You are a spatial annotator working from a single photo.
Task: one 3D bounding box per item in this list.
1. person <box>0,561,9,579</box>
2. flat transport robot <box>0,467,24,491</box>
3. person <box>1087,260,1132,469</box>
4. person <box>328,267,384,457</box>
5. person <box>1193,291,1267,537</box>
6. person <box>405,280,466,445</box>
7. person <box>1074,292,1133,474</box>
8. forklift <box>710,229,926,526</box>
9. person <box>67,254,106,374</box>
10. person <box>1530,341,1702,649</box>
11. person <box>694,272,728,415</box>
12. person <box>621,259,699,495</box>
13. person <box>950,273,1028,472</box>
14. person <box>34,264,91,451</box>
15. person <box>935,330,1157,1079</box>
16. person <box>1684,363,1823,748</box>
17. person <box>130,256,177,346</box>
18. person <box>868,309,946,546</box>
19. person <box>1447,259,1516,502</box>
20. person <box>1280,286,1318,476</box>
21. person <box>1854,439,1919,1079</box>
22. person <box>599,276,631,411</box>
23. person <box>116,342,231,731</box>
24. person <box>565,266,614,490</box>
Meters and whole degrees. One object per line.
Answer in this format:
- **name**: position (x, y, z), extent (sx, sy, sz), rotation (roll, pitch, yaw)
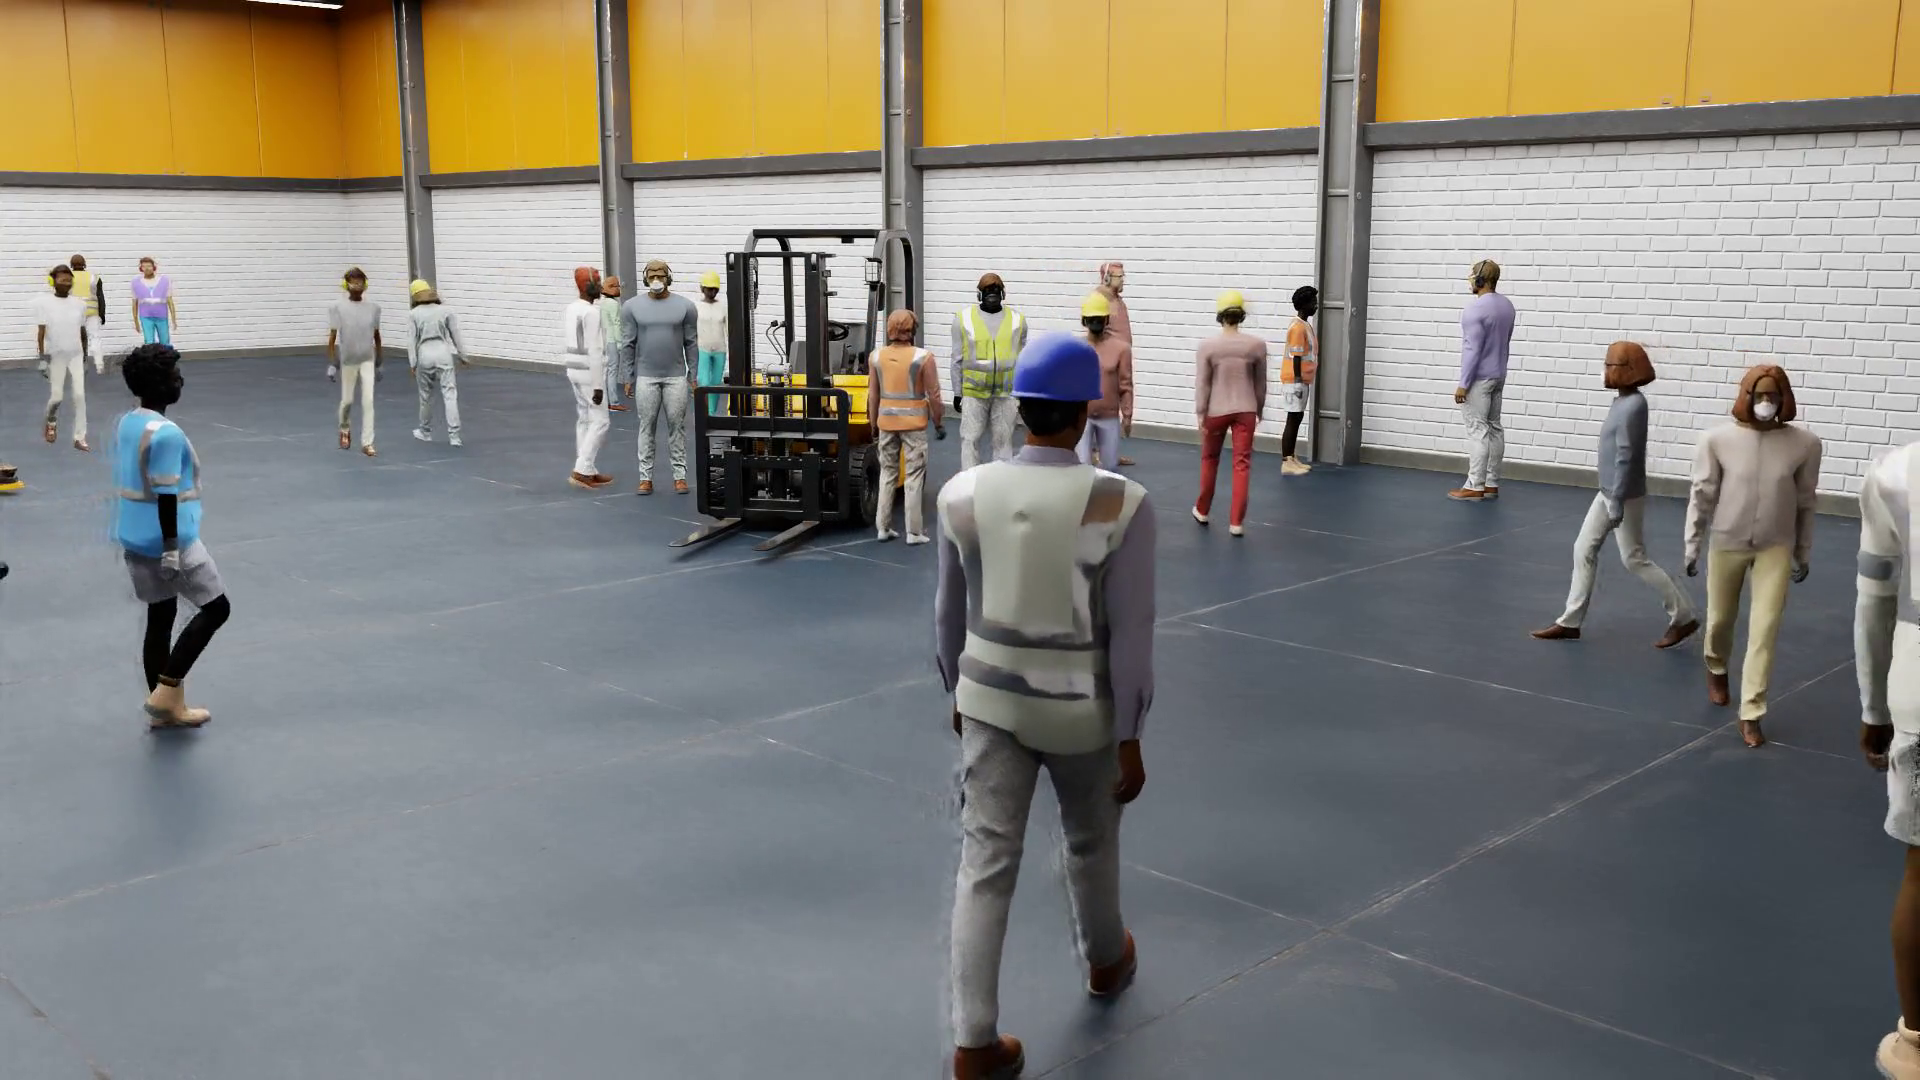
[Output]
- **person**: position (-6.241, -0.613, 9.904), extent (1.005, 1.879, 0.563), rotation (3, 11, 16)
- **flat transport robot**: position (-8.544, -0.525, 13.838), extent (1.431, 0.197, 0.652), rotation (6, 12, 28)
- **person**: position (1.383, -1.609, 15.298), extent (0.404, 1.907, 0.668), rotation (5, 11, 23)
- **person**: position (-5.924, -1.747, 16.272), extent (0.533, 1.830, 0.835), rotation (-6, 12, -31)
- **person**: position (1.935, -0.919, 12.006), extent (0.534, 1.738, 0.764), rotation (0, 10, 1)
- **person**: position (-5.351, -1.817, 17.040), extent (0.617, 1.672, 0.860), rotation (-6, 12, -28)
- **person**: position (0.950, -0.880, 11.761), extent (0.530, 1.748, 0.679), rotation (0, 10, 1)
- **forklift**: position (-1.050, -1.319, 12.920), extent (1.214, 2.155, 2.313), rotation (2, 11, 13)
- **person**: position (-13.492, -3.464, 25.585), extent (0.633, 1.839, 0.429), rotation (-6, 12, -30)
- **person**: position (3.457, -0.229, 8.595), extent (0.810, 1.597, 0.508), rotation (3, 11, 14)
- **person**: position (-2.700, -2.047, 18.138), extent (0.544, 1.733, 0.746), rotation (-5, 11, -25)
- **person**: position (-2.464, -1.337, 13.708), extent (0.636, 1.938, 0.358), rotation (-2, 11, -11)
- **person**: position (0.235, -1.146, 12.938), extent (0.622, 1.845, 0.429), rotation (-2, 11, -10)
- **person**: position (-8.928, -1.811, 16.535), extent (0.529, 1.852, 0.635), rotation (-10, 14, -43)
- **person**: position (0.214, 0.411, 4.309), extent (0.630, 1.895, 0.994), rotation (4, 11, 23)
- **person**: position (3.419, 0.023, 7.220), extent (0.510, 1.601, 0.800), rotation (4, 11, 20)
- **person**: position (-11.878, -3.261, 24.512), extent (0.581, 1.824, 0.626), rotation (-5, 12, -26)
- **person**: position (-0.383, -0.767, 11.448), extent (0.526, 1.637, 0.354), rotation (5, 12, 25)
- **person**: position (4.196, -1.276, 13.383), extent (0.627, 1.940, 0.372), rotation (-10, 14, -43)
- **person**: position (3.031, -1.420, 14.854), extent (0.321, 1.690, 0.529), rotation (4, 11, 20)
- **person**: position (2.407, 0.433, 3.941), extent (0.545, 1.991, 0.697), rotation (-6, 12, -28)
- **person**: position (-4.236, -2.387, 20.268), extent (0.280, 1.634, 0.498), rotation (-6, 12, -31)
- **person**: position (-3.384, -0.002, 7.118), extent (0.538, 1.685, 0.366), rotation (9, 14, 40)
- **person**: position (-3.138, -1.363, 14.044), extent (0.367, 1.884, 0.594), rotation (-7, 12, -33)
